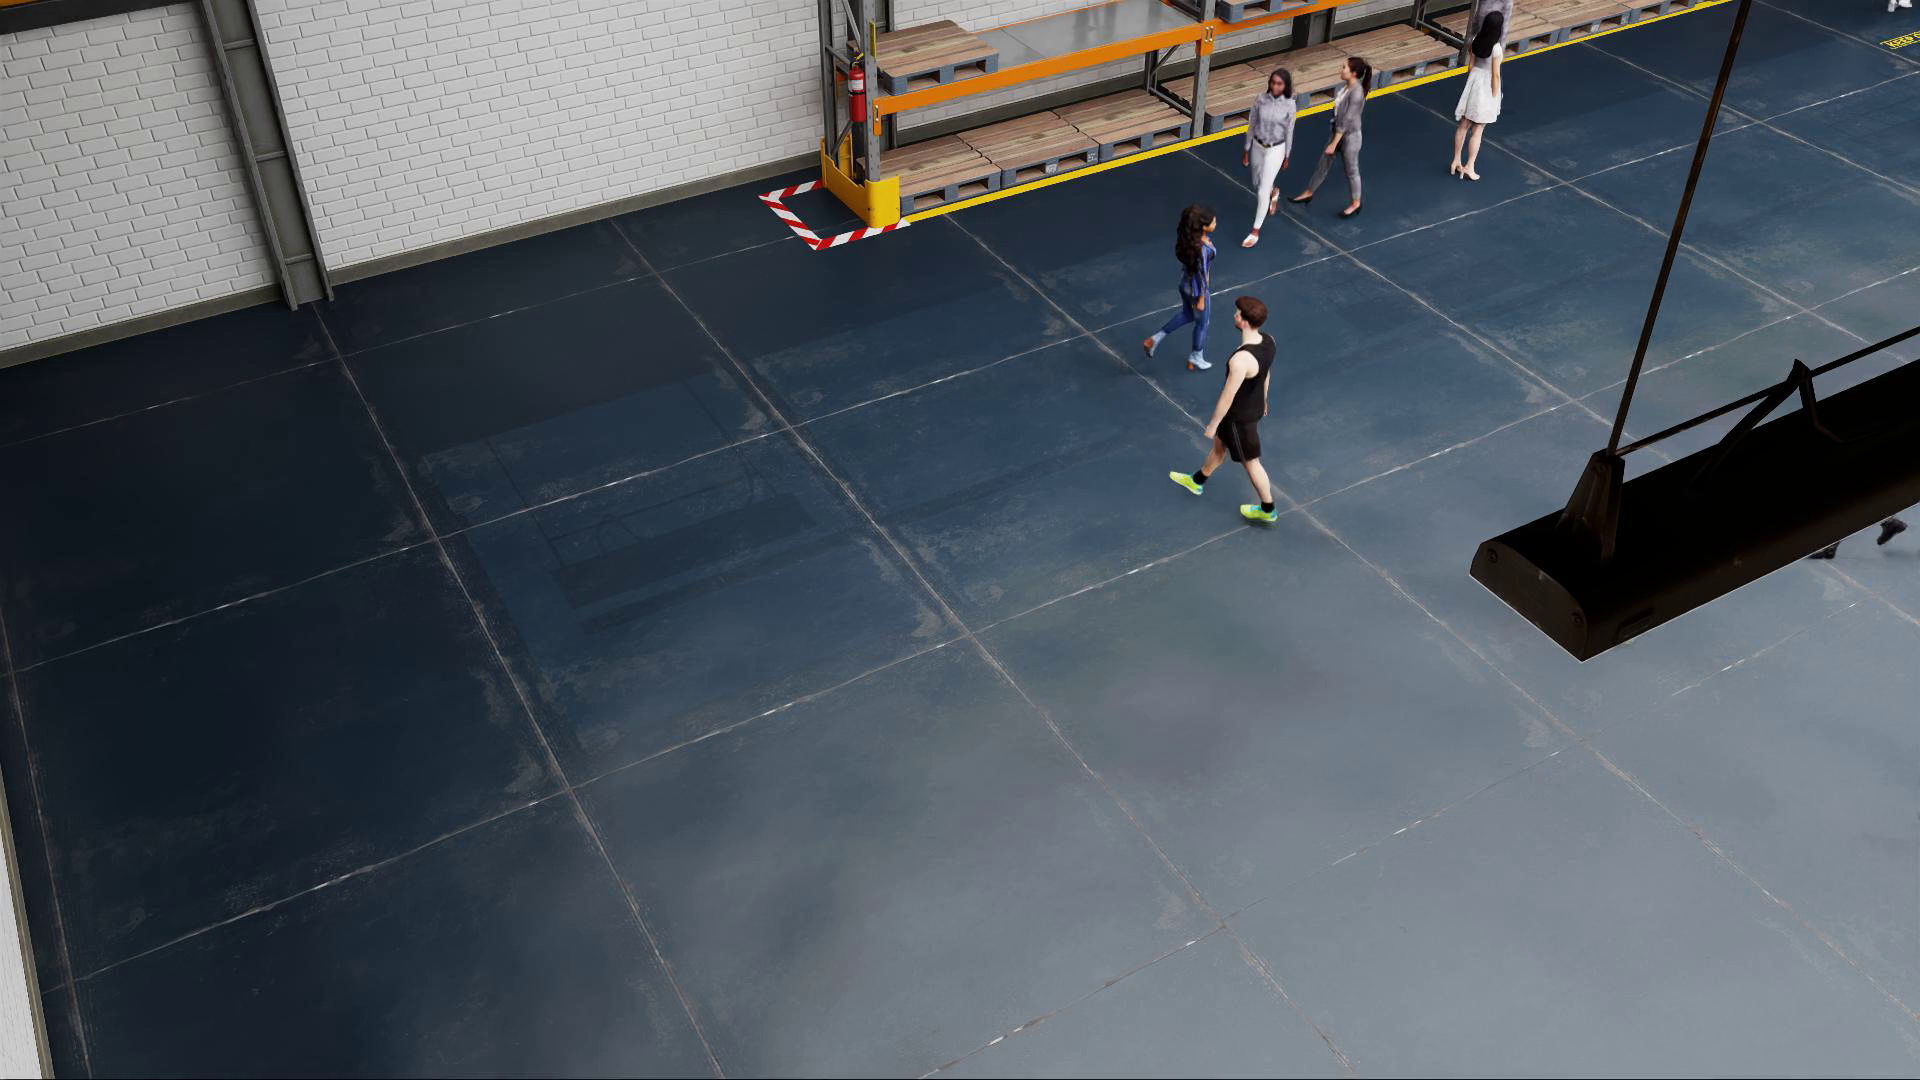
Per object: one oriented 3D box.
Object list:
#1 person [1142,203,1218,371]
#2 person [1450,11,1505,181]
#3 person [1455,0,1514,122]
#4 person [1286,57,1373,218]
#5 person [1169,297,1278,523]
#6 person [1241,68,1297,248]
[{"bbox_3d":[1.925,-2.122,14.138,0.956,1.605,0.785,-6,39,-8],"label":"person"},{"bbox_3d":[5.328,-4.560,17.058,0.642,1.772,0.656,-17,42,-20],"label":"person"},{"bbox_3d":[5.819,-5.413,18.168,0.784,1.718,0.650,-23,44,-26],"label":"person"},{"bbox_3d":[3.888,-3.923,16.358,1.080,1.649,0.926,1,39,1],"label":"person"},{"bbox_3d":[2.184,-0.913,12.434,1.135,1.842,1.220,21,43,24],"label":"person"},{"bbox_3d":[3.005,-3.759,16.115,0.930,1.696,1.200,22,44,25],"label":"person"}]
